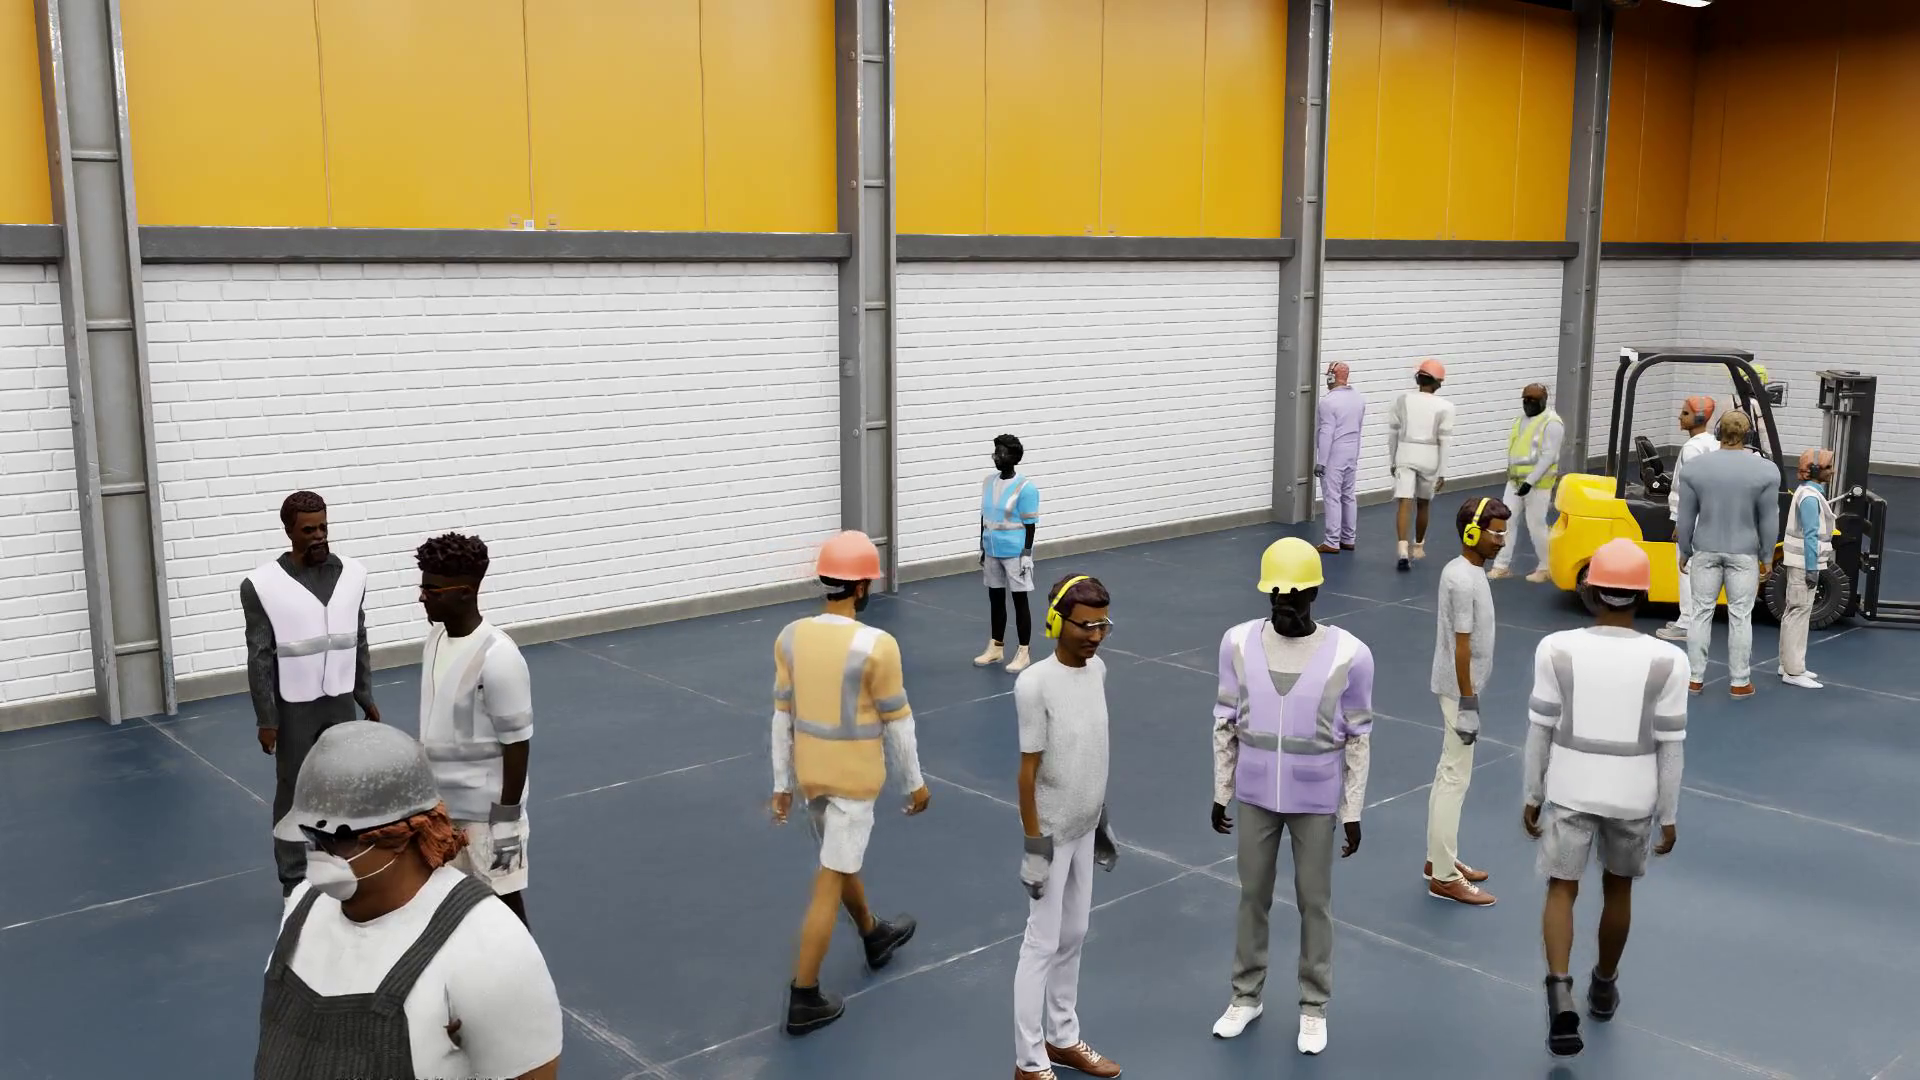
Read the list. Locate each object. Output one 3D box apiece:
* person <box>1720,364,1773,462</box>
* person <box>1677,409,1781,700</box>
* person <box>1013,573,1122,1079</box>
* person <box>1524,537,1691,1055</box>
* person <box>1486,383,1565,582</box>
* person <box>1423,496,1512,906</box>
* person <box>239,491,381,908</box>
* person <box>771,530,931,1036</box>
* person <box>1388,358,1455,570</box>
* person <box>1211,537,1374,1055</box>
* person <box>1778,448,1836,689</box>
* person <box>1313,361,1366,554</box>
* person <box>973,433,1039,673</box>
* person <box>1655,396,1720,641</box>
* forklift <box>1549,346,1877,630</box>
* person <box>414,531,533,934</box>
[{"bbox_3d":[7.810,-0.780,16.382,0.980,1.878,0.597,0,10,0],"label":"person"},{"bbox_3d":[5.096,0.096,11.079,0.629,1.940,0.373,6,11,31],"label":"person"},{"bbox_3d":[0.382,1.033,5.814,0.327,1.865,0.517,7,12,35],"label":"person"},{"bbox_3d":[2.377,0.947,6.169,0.554,1.914,0.848,4,11,23],"label":"person"},{"bbox_3d":[5.134,-0.505,14.960,0.623,1.812,0.642,-4,10,-21],"label":"person"},{"bbox_3d":[2.329,0.721,7.637,0.326,1.865,0.518,2,10,14],"label":"person"},{"bbox_3d":[-2.892,0.726,7.446,0.390,1.919,0.591,7,12,35],"label":"person"},{"bbox_3d":[-0.399,0.899,6.515,0.553,1.886,0.976,7,12,36],"label":"person"},{"bbox_3d":[4.341,-0.723,15.754,0.611,1.992,1.053,3,10,19],"label":"person"},{"bbox_3d":[1.214,0.939,6.175,0.591,1.927,0.366,4,11,25],"label":"person"},{"bbox_3d":[5.816,0.185,11.429,0.309,1.641,0.514,4,10,22],"label":"person"},{"bbox_3d":[3.726,-0.818,16.521,0.646,1.907,0.401,-9,13,-41],"label":"person"},{"bbox_3d":[0.329,0.087,11.825,0.318,1.700,0.535,-10,14,-44],"label":"person"},{"bbox_3d":[5.613,-0.165,12.766,0.344,1.881,0.585,8,12,38],"label":"person"},{"bbox_3d":[6.109,-0.478,13.691,2.313,2.155,1.214,3,10,16],"label":"forklift"},{"bbox_3d":[-1.773,0.935,6.080,0.370,1.965,0.608,-9,13,-42],"label":"person"}]
